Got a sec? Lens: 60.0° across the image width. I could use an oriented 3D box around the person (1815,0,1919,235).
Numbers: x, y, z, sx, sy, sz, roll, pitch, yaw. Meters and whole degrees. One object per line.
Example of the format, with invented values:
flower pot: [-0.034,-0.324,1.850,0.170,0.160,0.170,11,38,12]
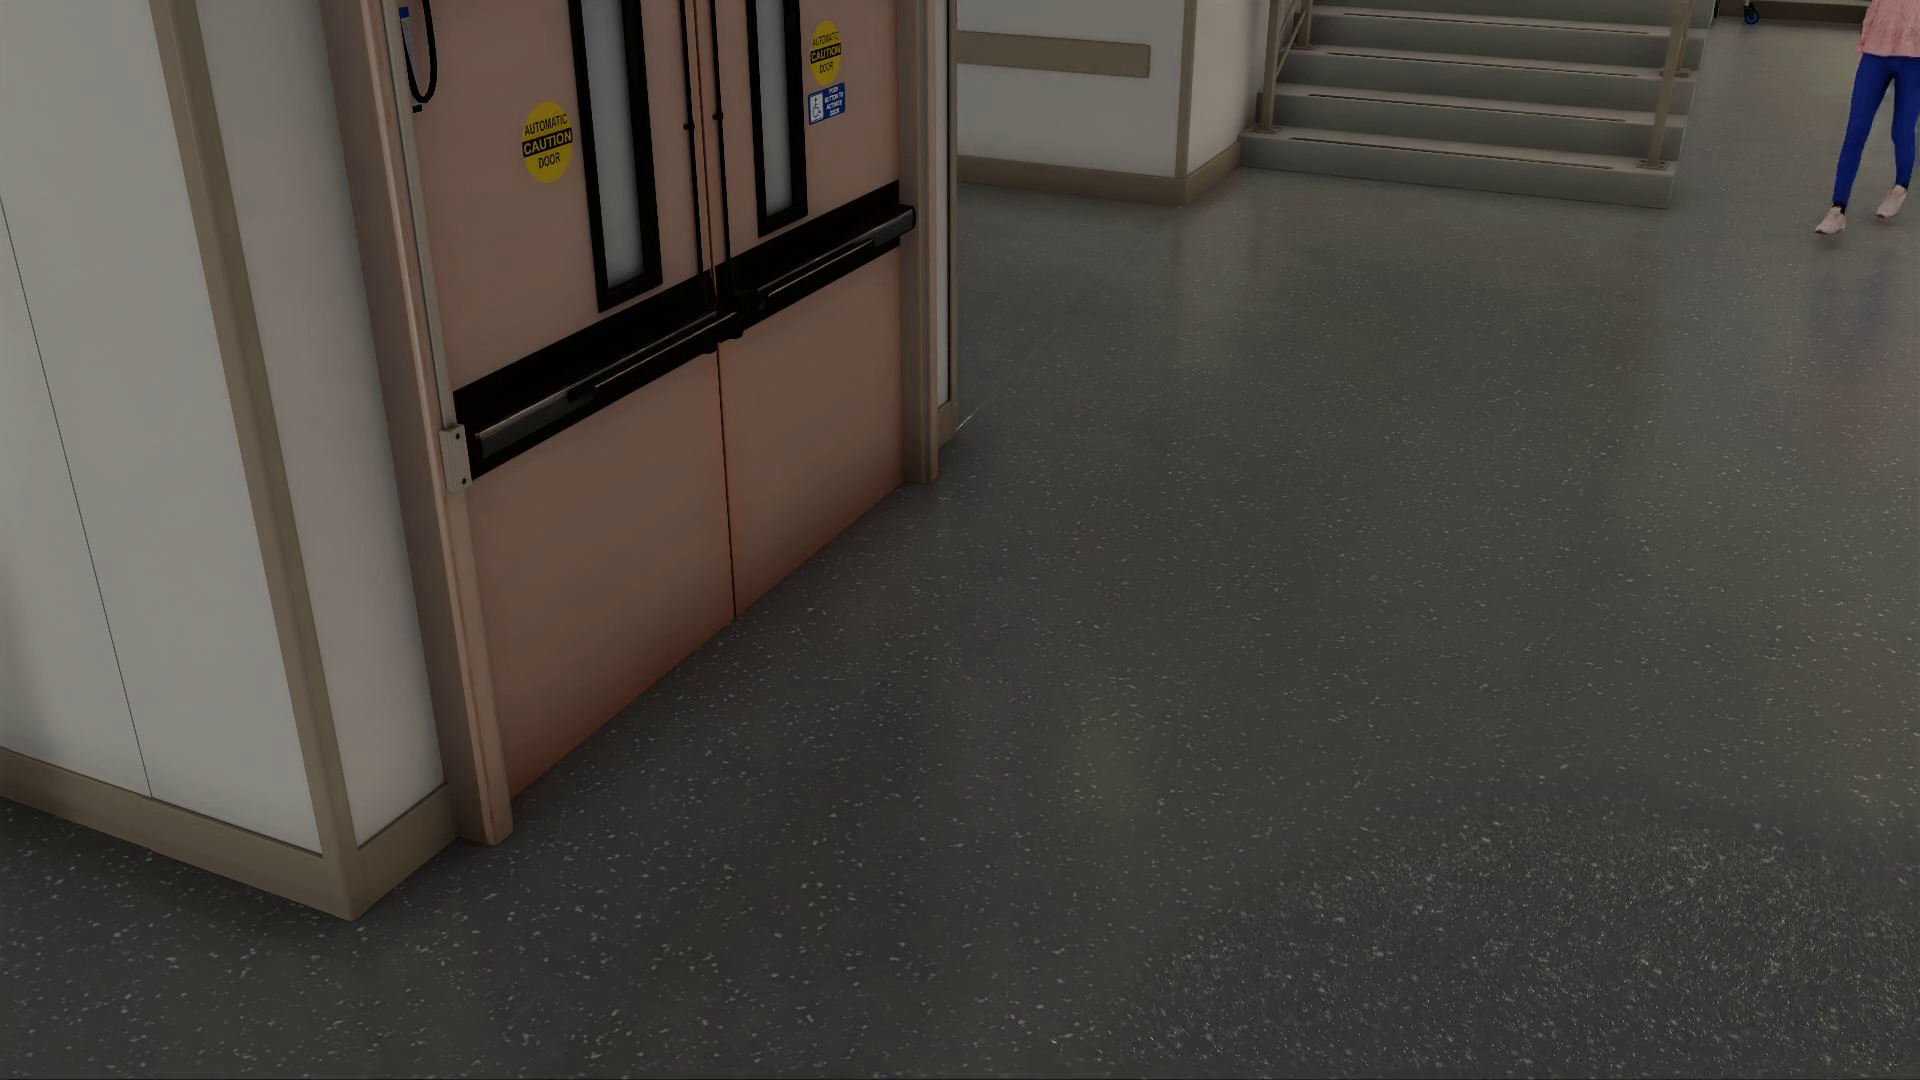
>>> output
person: [5.087,-2.525,8.950,1.232,1.729,0.956,-21,33,-36]
